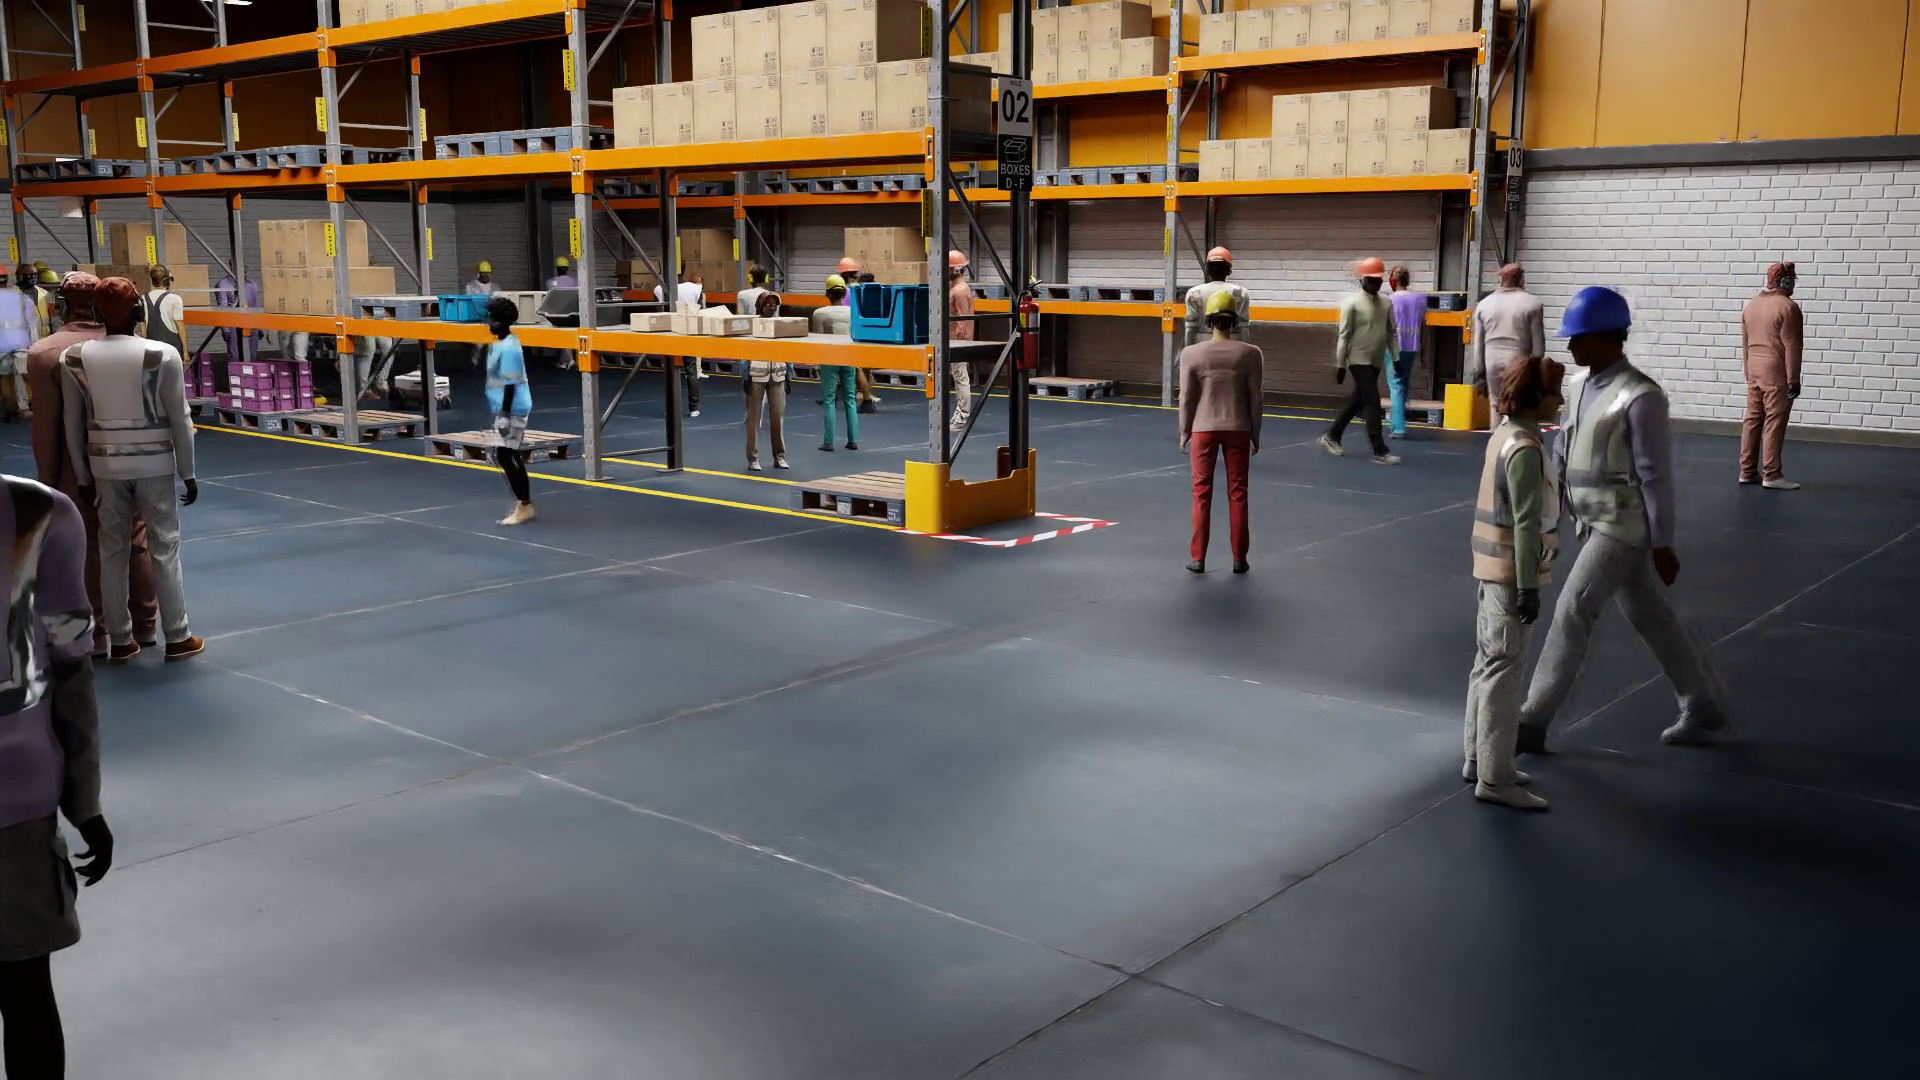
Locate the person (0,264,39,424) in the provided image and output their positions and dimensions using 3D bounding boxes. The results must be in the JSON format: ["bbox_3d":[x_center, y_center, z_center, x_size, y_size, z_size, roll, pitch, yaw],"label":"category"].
[{"bbox_3d":[-10.741,-2.218,18.909,0.958,1.883,0.571,9,14,43],"label":"person"}]

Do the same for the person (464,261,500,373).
[{"bbox_3d":[-7.502,-3.479,26.204,0.611,1.821,0.490,-9,13,-41],"label":"person"}]

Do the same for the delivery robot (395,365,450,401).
[{"bbox_3d":[-6.750,-1.954,20.866,0.707,0.478,0.477,6,12,31],"label":"delivery robot"}]

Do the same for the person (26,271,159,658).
[{"bbox_3d":[-4.305,-0.369,8.268,0.408,1.909,0.642,6,11,29],"label":"person"}]

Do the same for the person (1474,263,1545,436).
[{"bbox_3d":[5.119,-1.644,15.564,0.660,1.889,0.626,9,13,40],"label":"person"}]

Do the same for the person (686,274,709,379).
[{"bbox_3d":[-4.103,-3.316,25.852,0.281,1.625,0.493,6,12,33],"label":"person"}]

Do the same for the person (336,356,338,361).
[{"bbox_3d":[-11.062,-4.004,29.763,0.273,1.627,0.502,-8,13,-37],"label":"person"}]

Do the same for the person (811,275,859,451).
[{"bbox_3d":[-1.240,-1.767,16.659,0.529,1.761,0.340,-6,11,-30],"label":"person"}]

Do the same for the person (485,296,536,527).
[{"bbox_3d":[-3.291,-0.929,12.161,0.330,1.688,0.560,-3,10,-16],"label":"person"}]

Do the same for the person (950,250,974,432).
[{"bbox_3d":[-0.033,-2.198,18.428,0.378,1.995,0.608,0,10,-2],"label":"person"}]

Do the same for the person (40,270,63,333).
[{"bbox_3d":[-13.073,-3.009,23.879,0.627,1.700,0.509,-1,10,-4],"label":"person"}]

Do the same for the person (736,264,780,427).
[{"bbox_3d":[-2.309,-2.201,18.875,0.553,1.841,0.413,-3,10,-15],"label":"person"}]

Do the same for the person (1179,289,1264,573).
[{"bbox_3d":[1.619,-0.668,10.357,0.525,1.772,0.305,1,10,3],"label":"person"}]

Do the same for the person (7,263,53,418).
[{"bbox_3d":[-11.149,-2.390,19.969,0.429,1.841,0.621,4,11,22],"label":"person"}]

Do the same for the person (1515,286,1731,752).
[{"bbox_3d":[2.655,-0.064,6.646,1.081,1.886,0.577,0,10,2],"label":"person"}]

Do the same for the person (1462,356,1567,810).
[{"bbox_3d":[2.028,0.148,6.087,0.310,1.636,0.523,1,10,8],"label":"person"}]

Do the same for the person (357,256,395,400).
[{"bbox_3d":[-7.771,-2.805,22.100,0.612,1.915,0.660,3,11,18],"label":"person"}]

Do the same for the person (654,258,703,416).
[{"bbox_3d":[-3.361,-2.428,19.952,0.596,1.918,0.380,-3,10,-18],"label":"person"}]

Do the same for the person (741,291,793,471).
[{"bbox_3d":[-1.768,-1.450,15.208,0.512,1.633,0.313,-5,11,-28],"label":"person"}]

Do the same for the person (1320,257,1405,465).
[{"bbox_3d":[3.823,-1.713,15.828,0.610,1.958,1.025,-8,13,-37],"label":"person"}]

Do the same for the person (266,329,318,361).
[{"bbox_3d":[-8.921,-2.807,22.216,0.669,1.905,0.931,-3,10,-18],"label":"person"}]

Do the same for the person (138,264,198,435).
[{"bbox_3d":[-8.537,-2.031,17.900,0.513,1.845,0.335,1,10,8],"label":"person"}]

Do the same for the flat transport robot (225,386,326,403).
[{"bbox_3d":[-8.899,-1.886,21.554,1.431,0.197,0.652,8,13,39],"label":"flat transport robot"}]

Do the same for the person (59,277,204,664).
[{"bbox_3d":[-4.019,-0.329,8.102,0.575,1.884,0.355,-2,10,-9],"label":"person"}]

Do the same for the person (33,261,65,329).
[{"bbox_3d":[-14.058,-3.371,25.596,0.403,1.822,0.588,5,11,28],"label":"person"}]

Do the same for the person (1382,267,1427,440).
[{"bbox_3d":[4.610,-1.989,17.725,0.595,1.813,0.776,-3,10,-15],"label":"person"}]

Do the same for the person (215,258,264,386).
[{"bbox_3d":[-9.711,-2.870,22.507,0.409,1.905,0.651,5,11,26],"label":"person"}]

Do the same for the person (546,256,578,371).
[{"bbox_3d":[-6.571,-3.759,27.622,0.596,1.888,0.939,-7,12,-34],"label":"person"}]

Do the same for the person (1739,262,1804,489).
[{"bbox_3d":[6.885,-1.386,14.057,0.409,1.909,0.643,-2,10,-12],"label":"person"}]

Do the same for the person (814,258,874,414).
[{"bbox_3d":[-1.442,-2.500,20.422,0.889,1.896,0.561,3,11,18],"label":"person"}]

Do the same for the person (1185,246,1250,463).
[{"bbox_3d":[2.420,-1.733,15.666,0.605,2.035,0.384,2,10,11],"label":"person"}]

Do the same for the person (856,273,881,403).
[{"bbox_3d":[-1.225,-2.653,21.863,0.316,1.696,0.530,-3,11,-19],"label":"person"}]

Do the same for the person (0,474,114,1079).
[{"bbox_3d":[-1.919,0.513,3.170,0.545,1.933,0.376,-7,12,-33],"label":"person"}]
